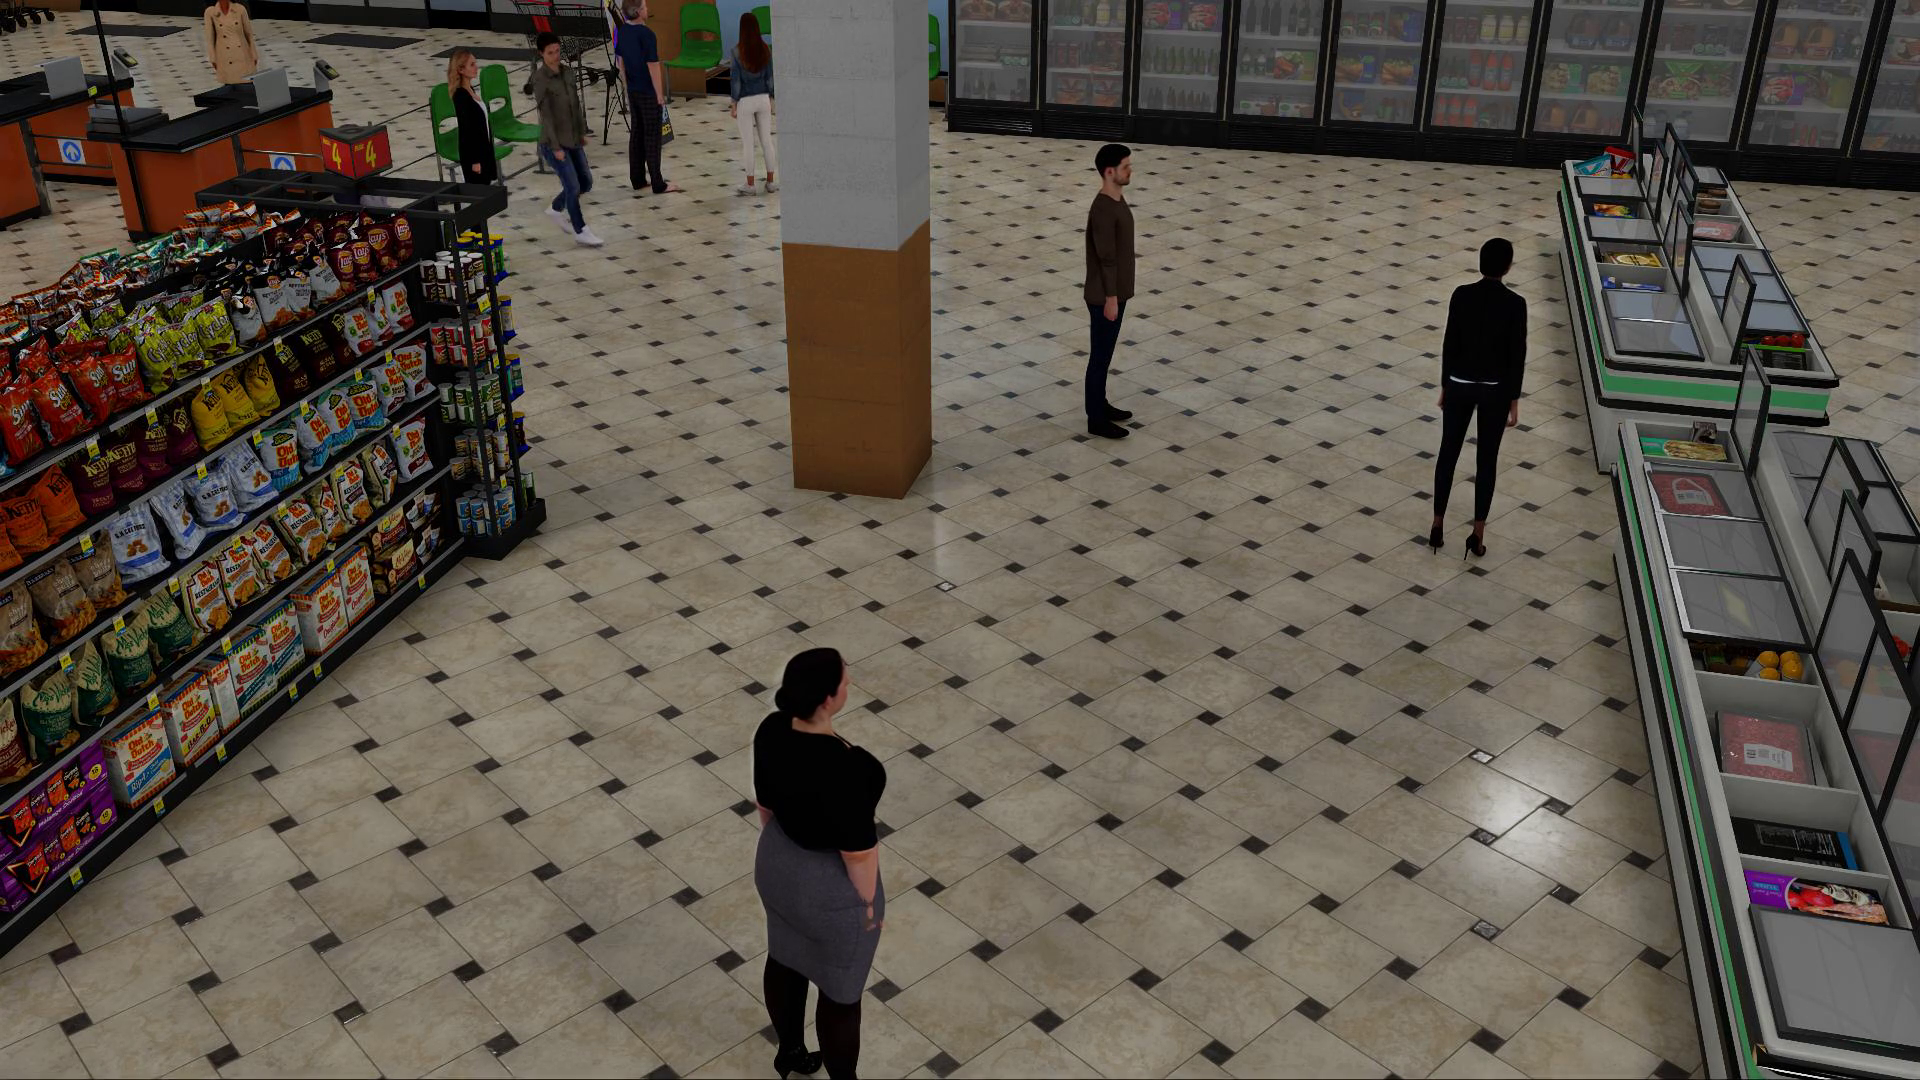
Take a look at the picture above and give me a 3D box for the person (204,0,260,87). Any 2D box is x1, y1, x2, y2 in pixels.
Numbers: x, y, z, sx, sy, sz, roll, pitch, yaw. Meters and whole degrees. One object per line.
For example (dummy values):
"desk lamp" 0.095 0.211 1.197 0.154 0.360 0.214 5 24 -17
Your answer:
"person" -7.860 -5.217 18.026 0.722 1.681 0.744 -10 29 -20

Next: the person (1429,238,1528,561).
"person" 2.815 -0.759 9.065 0.648 1.834 0.614 16 31 29

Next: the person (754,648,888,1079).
"person" -0.469 1.129 5.426 0.798 1.758 0.777 -24 35 -39

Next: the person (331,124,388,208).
"person" -4.057 -1.931 11.381 0.816 1.830 0.637 -2 27 -4

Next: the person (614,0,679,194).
"person" -3.046 -4.294 15.996 0.732 1.871 0.697 20 33 35

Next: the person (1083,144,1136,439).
"person" 0.946 -1.601 10.665 0.722 1.889 0.528 5 27 9

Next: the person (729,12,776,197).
"person" -1.977 -4.176 15.949 0.678 1.702 0.742 -15 31 -27

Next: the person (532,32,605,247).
"person" -3.489 -3.425 14.318 0.869 1.837 0.858 8 28 16

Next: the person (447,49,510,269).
"person" -4.032 -3.155 13.825 0.736 1.802 0.593 -4 27 -7
